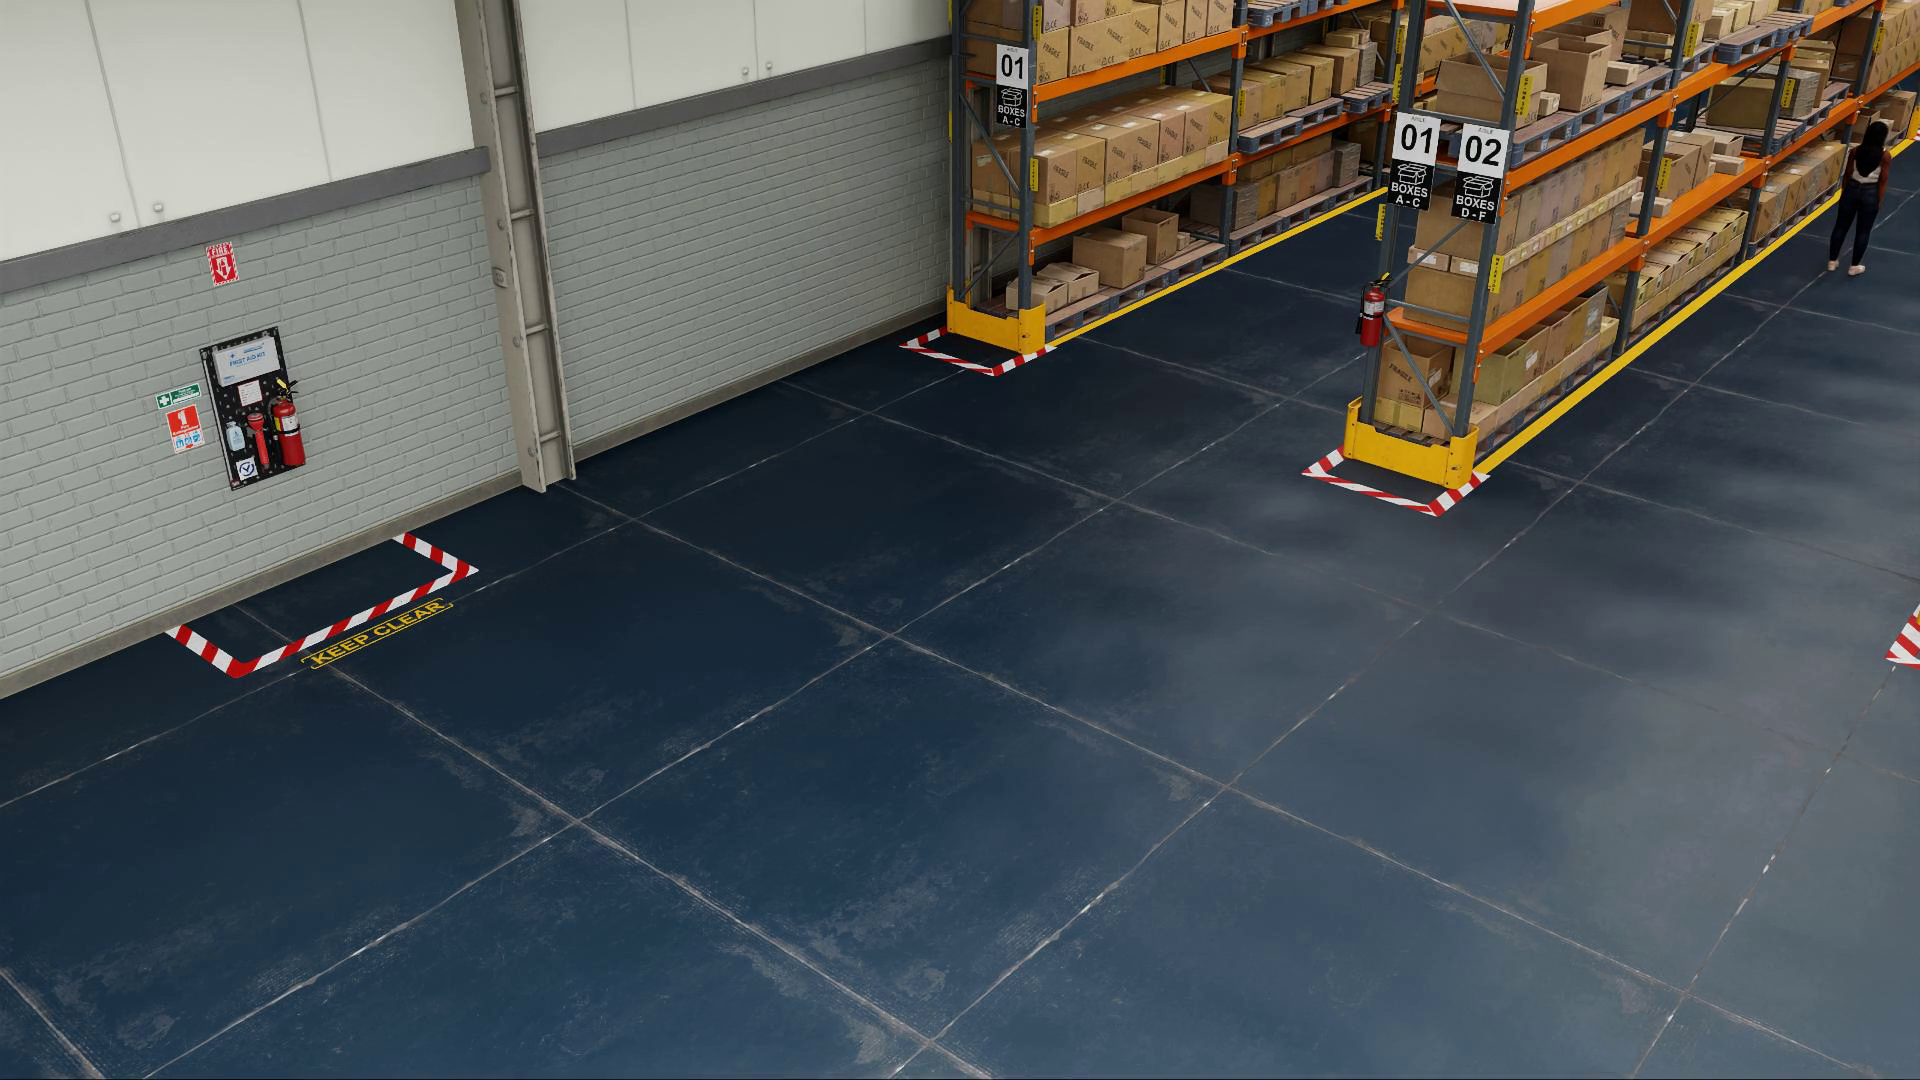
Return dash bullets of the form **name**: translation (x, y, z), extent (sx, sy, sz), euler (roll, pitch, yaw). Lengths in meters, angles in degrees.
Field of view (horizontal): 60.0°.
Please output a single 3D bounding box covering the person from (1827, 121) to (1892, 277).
- **person**: translation (10.725, -4.074, 19.800), extent (0.620, 1.807, 0.657), euler (-25, 37, -38)
